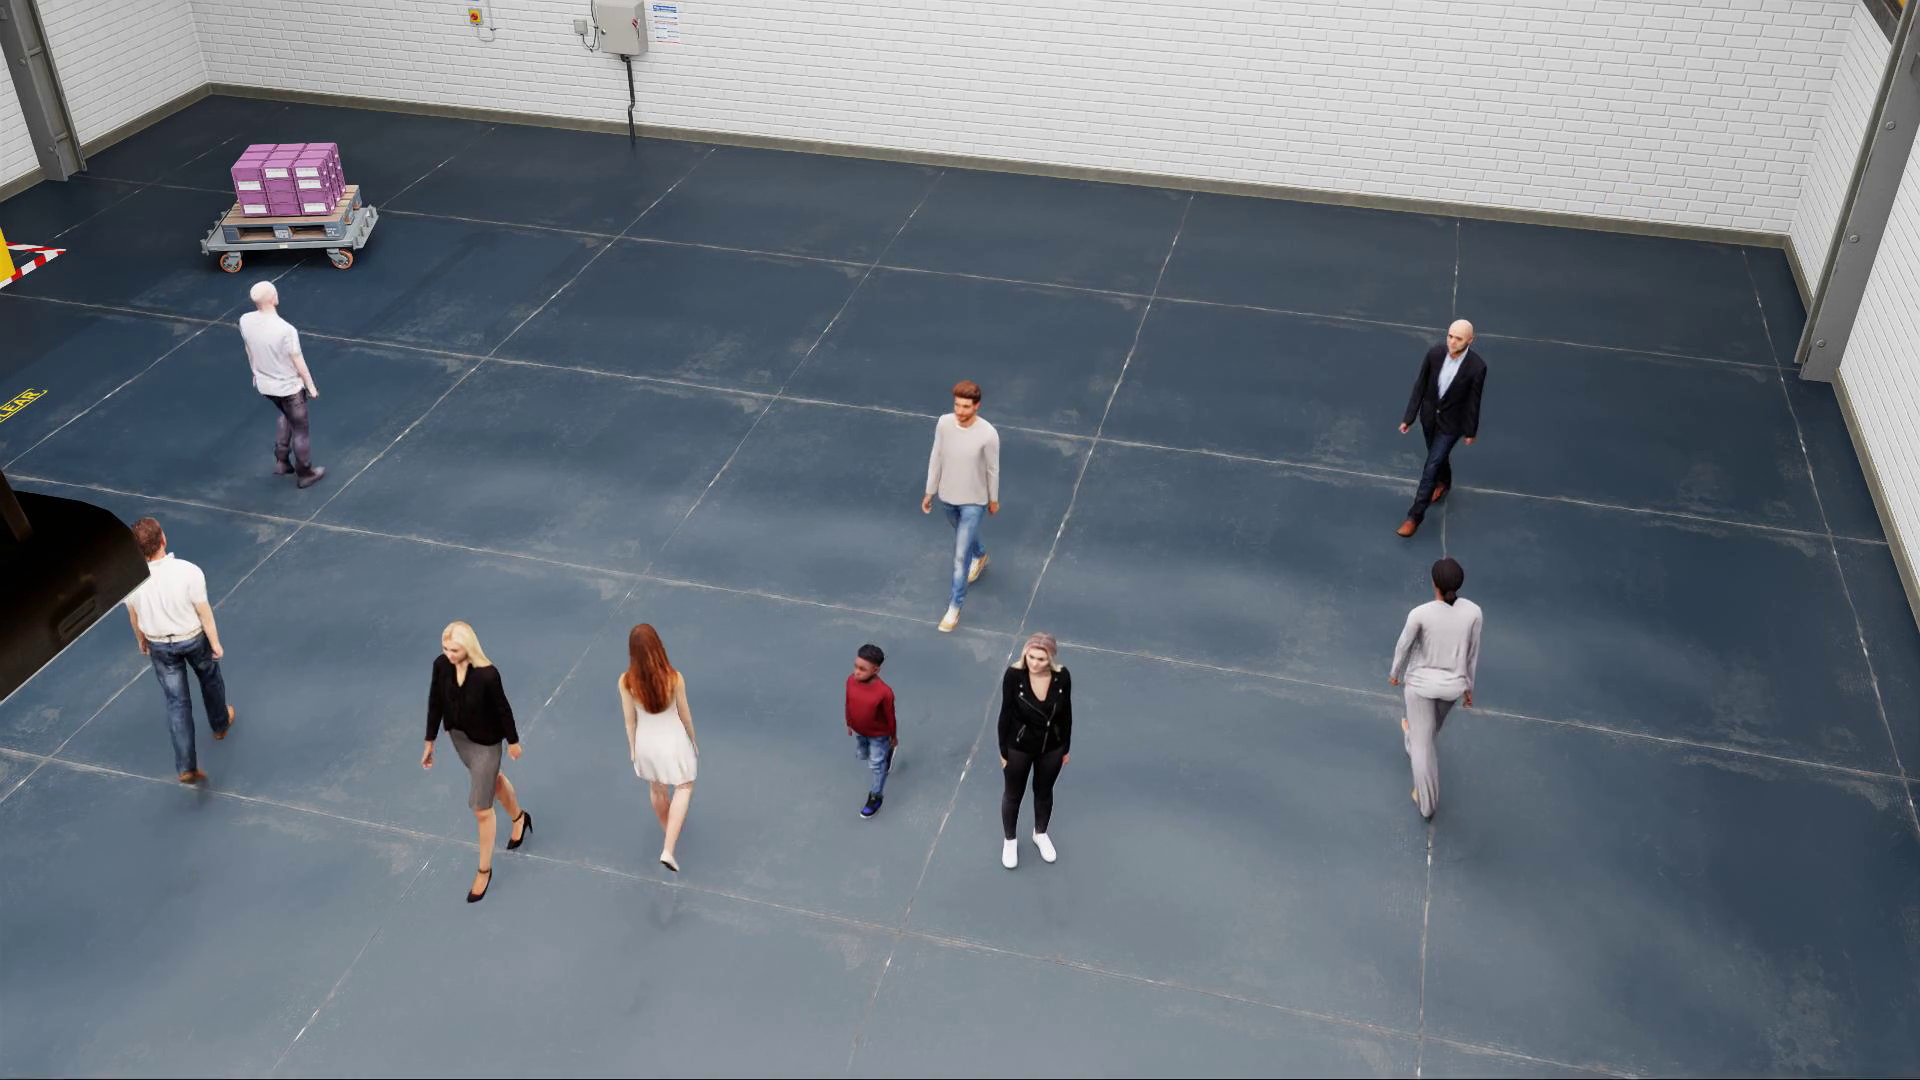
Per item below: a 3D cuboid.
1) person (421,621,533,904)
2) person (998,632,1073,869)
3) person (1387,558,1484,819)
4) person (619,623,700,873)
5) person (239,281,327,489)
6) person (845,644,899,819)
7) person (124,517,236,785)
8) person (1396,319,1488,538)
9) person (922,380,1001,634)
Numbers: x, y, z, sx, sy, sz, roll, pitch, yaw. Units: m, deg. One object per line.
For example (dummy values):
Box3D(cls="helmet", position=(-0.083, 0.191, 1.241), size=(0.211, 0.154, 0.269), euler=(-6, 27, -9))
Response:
Box3D(cls="person", position=(-2.805, 1.177, 9.906), size=(0.707, 1.813, 1.011), euler=(13, 36, 19))
Box3D(cls="person", position=(0.442, 1.227, 9.945), size=(0.680, 1.686, 0.667), euler=(-4, 34, -7))
Box3D(cls="person", position=(2.984, 0.961, 10.344), size=(0.878, 1.688, 1.165), euler=(-2, 34, -3))
Box3D(cls="person", position=(-1.781, 1.272, 9.869), size=(0.661, 1.695, 0.943), euler=(2, 34, 4))
Box3D(cls="person", position=(-5.566, -1.212, 13.491), size=(0.727, 1.823, 0.704), euler=(13, 36, 19))
Box3D(cls="person", position=(-0.515, 1.142, 10.477), size=(0.638, 1.239, 0.807), euler=(20, 39, 27))
Box3D(cls="person", position=(-4.995, 0.726, 10.575), size=(1.018, 1.823, 1.278), euler=(-6, 34, -9))
Box3D(cls="person", position=(3.850, -0.962, 13.169), size=(1.072, 1.762, 1.319), euler=(28, 42, 35))
Box3D(cls="person", position=(0.055, -0.351, 12.163), size=(0.873, 1.858, 1.288), euler=(17, 37, 24))
